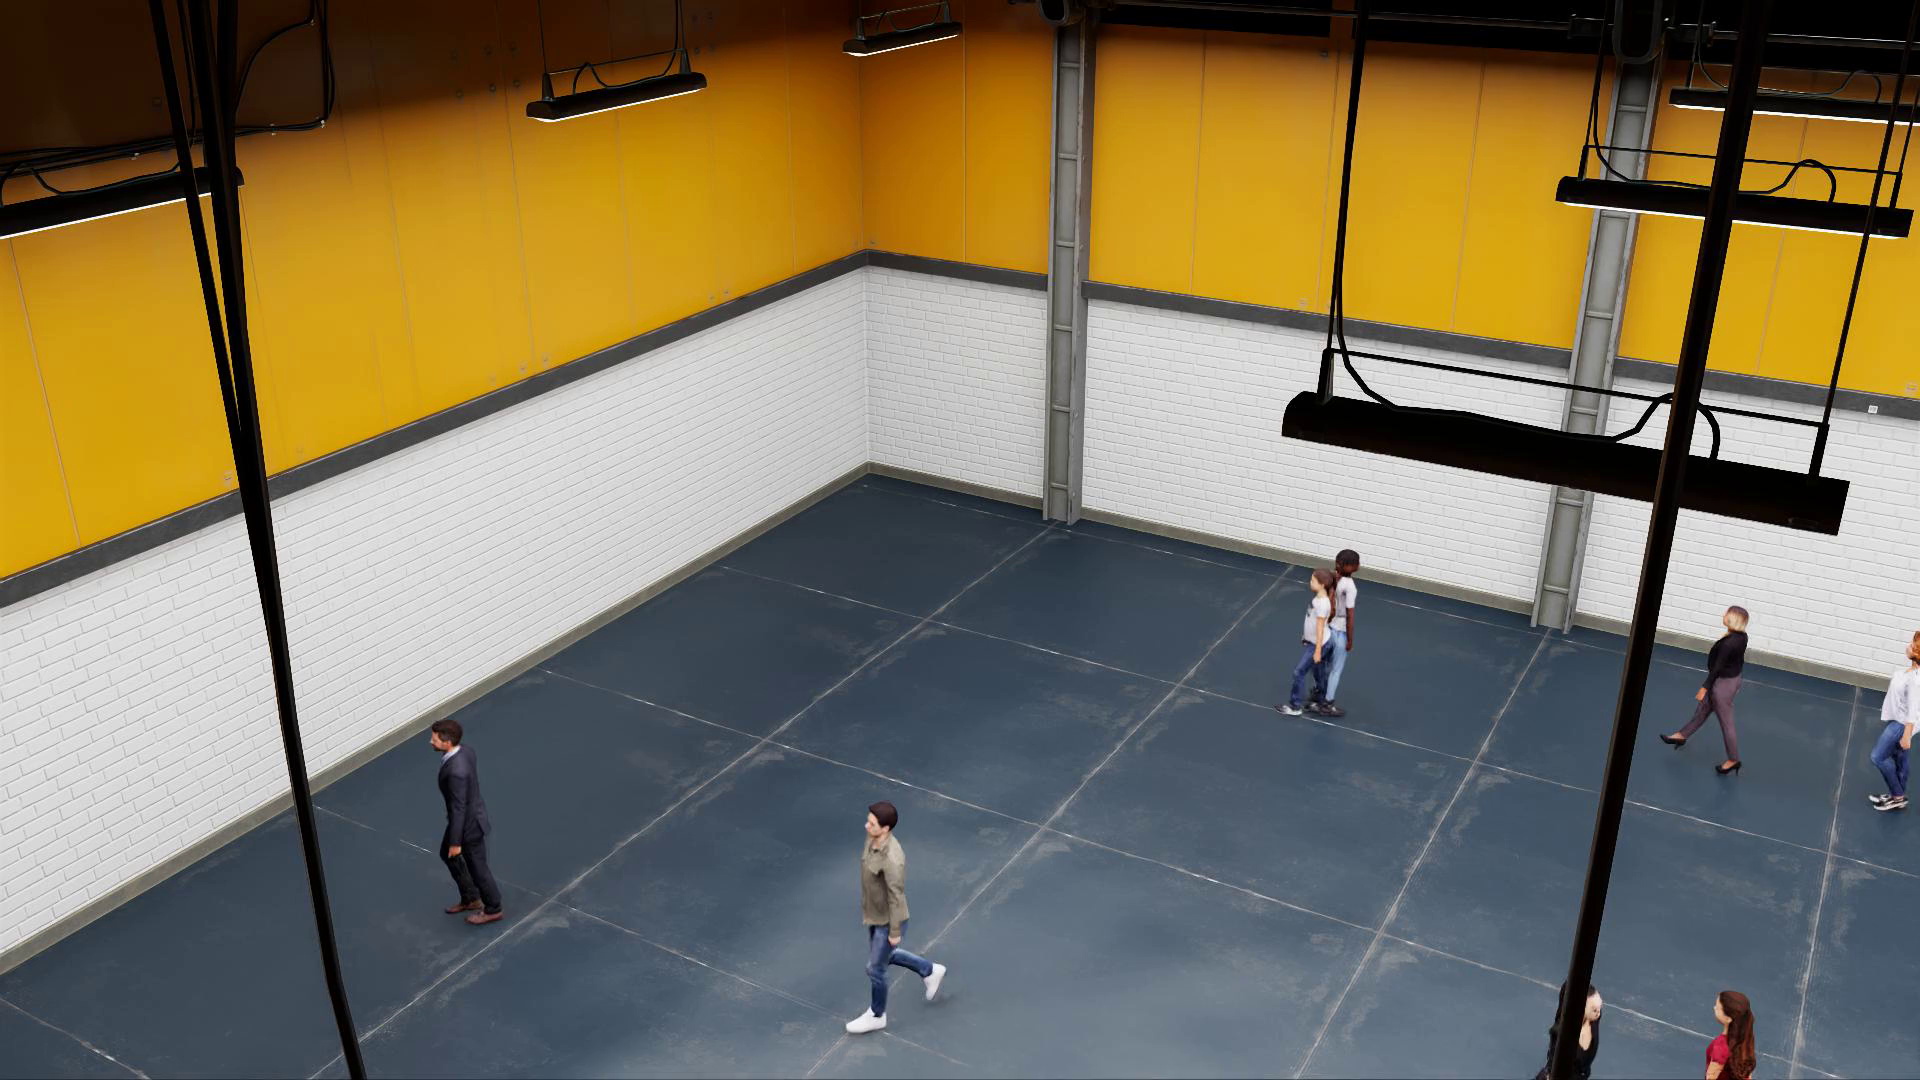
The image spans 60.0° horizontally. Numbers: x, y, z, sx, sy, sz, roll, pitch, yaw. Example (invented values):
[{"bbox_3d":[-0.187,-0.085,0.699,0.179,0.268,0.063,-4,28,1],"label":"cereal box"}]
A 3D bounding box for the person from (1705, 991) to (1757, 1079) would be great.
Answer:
[{"bbox_3d":[4.839,3.533,10.343,0.746,1.519,1.102,-20,30,-38],"label":"person"}]

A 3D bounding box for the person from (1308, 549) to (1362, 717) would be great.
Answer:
[{"bbox_3d":[3.659,0.880,16.164,0.734,1.716,0.677,-6,24,-13],"label":"person"}]

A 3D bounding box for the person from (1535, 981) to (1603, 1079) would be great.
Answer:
[{"bbox_3d":[3.703,3.398,10.451,0.729,1.680,0.772,-12,26,-25],"label":"person"}]

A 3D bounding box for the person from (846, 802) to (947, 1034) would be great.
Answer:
[{"bbox_3d":[-0.445,2.673,11.901,1.131,1.847,1.108,-9,25,-20],"label":"person"}]

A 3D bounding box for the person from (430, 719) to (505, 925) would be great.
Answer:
[{"bbox_3d":[-3.764,2.204,12.977,0.888,1.844,0.830,-6,24,-13],"label":"person"}]

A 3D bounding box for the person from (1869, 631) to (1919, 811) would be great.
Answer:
[{"bbox_3d":[8.344,1.612,14.514,0.610,1.698,0.659,15,28,31],"label":"person"}]

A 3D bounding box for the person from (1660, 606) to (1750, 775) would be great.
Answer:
[{"bbox_3d":[7.010,1.403,15.064,1.029,1.640,0.731,19,30,37],"label":"person"}]

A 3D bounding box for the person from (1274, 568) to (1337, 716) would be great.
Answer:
[{"bbox_3d":[3.535,1.000,16.108,0.832,1.542,0.674,5,24,11],"label":"person"}]
